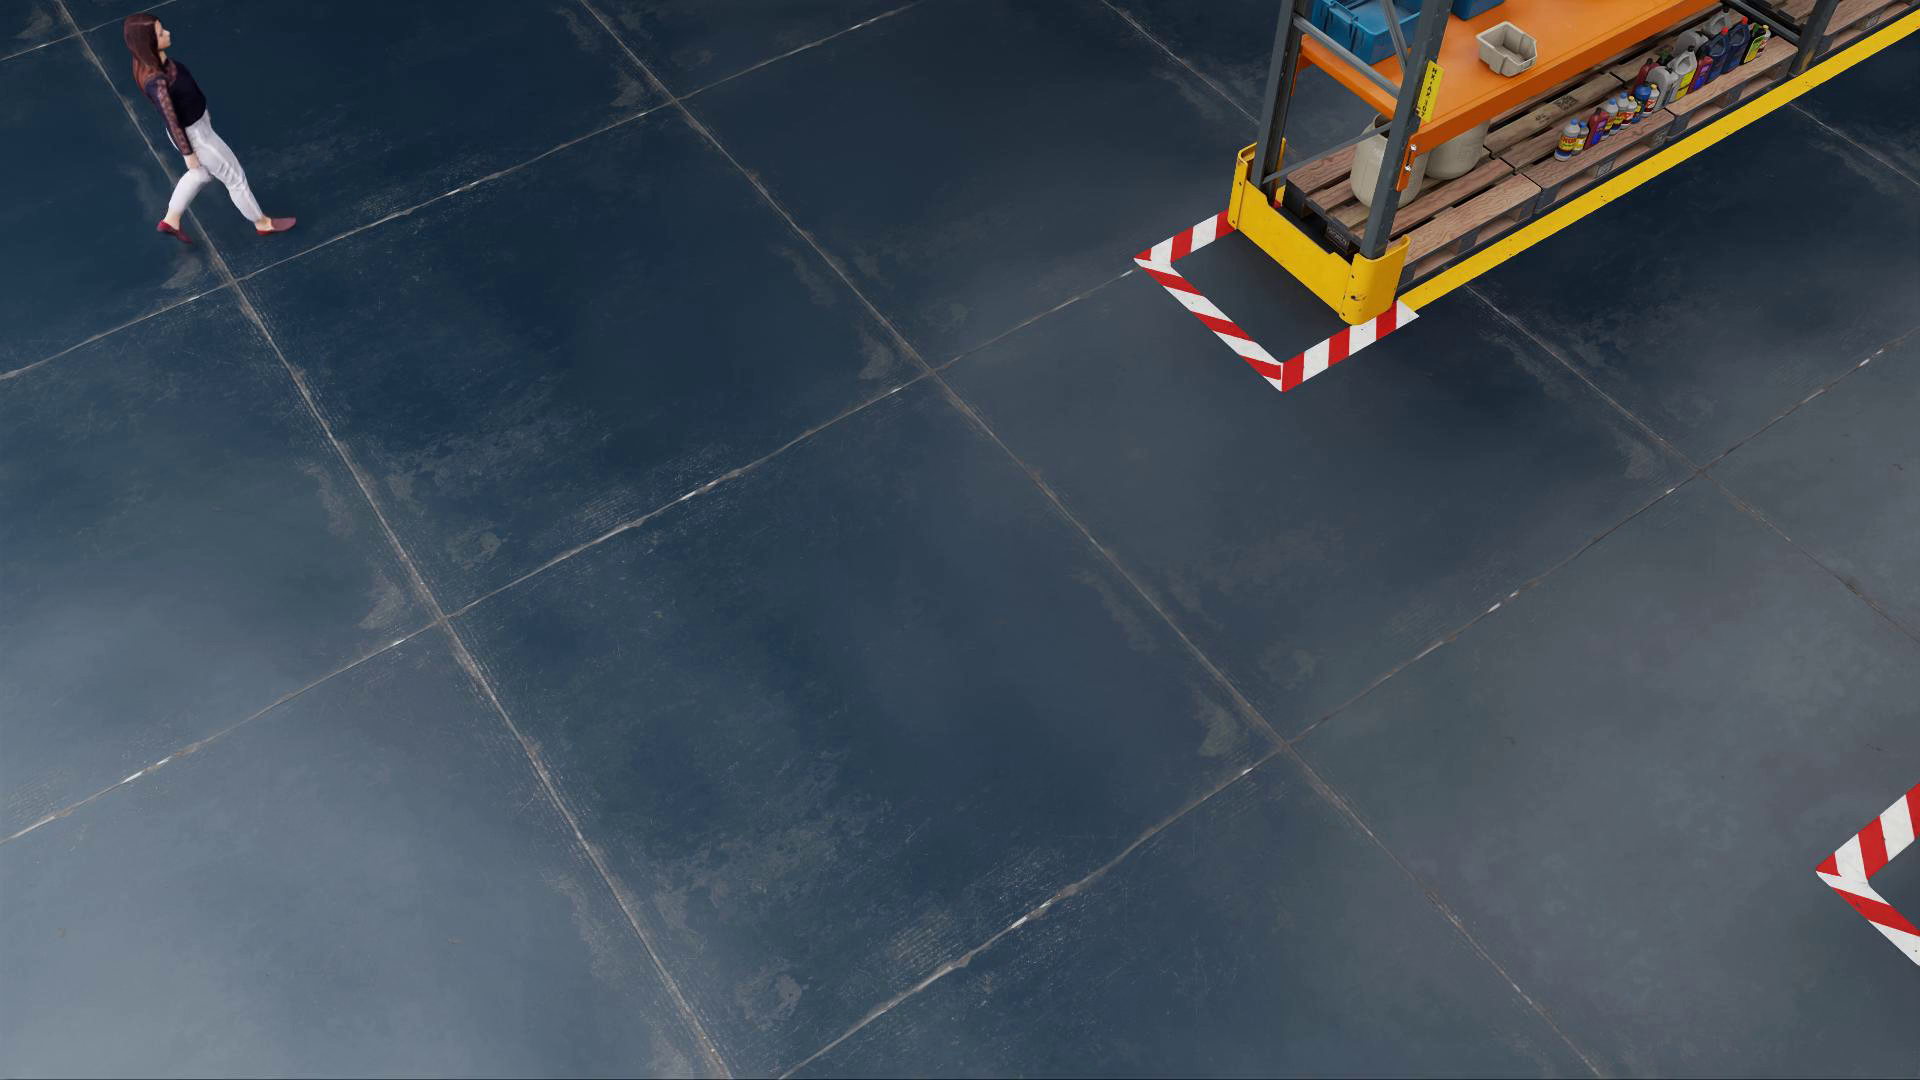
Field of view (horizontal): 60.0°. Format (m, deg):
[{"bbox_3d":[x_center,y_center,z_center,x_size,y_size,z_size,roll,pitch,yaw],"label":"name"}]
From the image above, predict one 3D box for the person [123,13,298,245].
[{"bbox_3d":[-4.440,-2.299,9.504,0.992,1.588,0.645,-24,56,-17],"label":"person"}]
